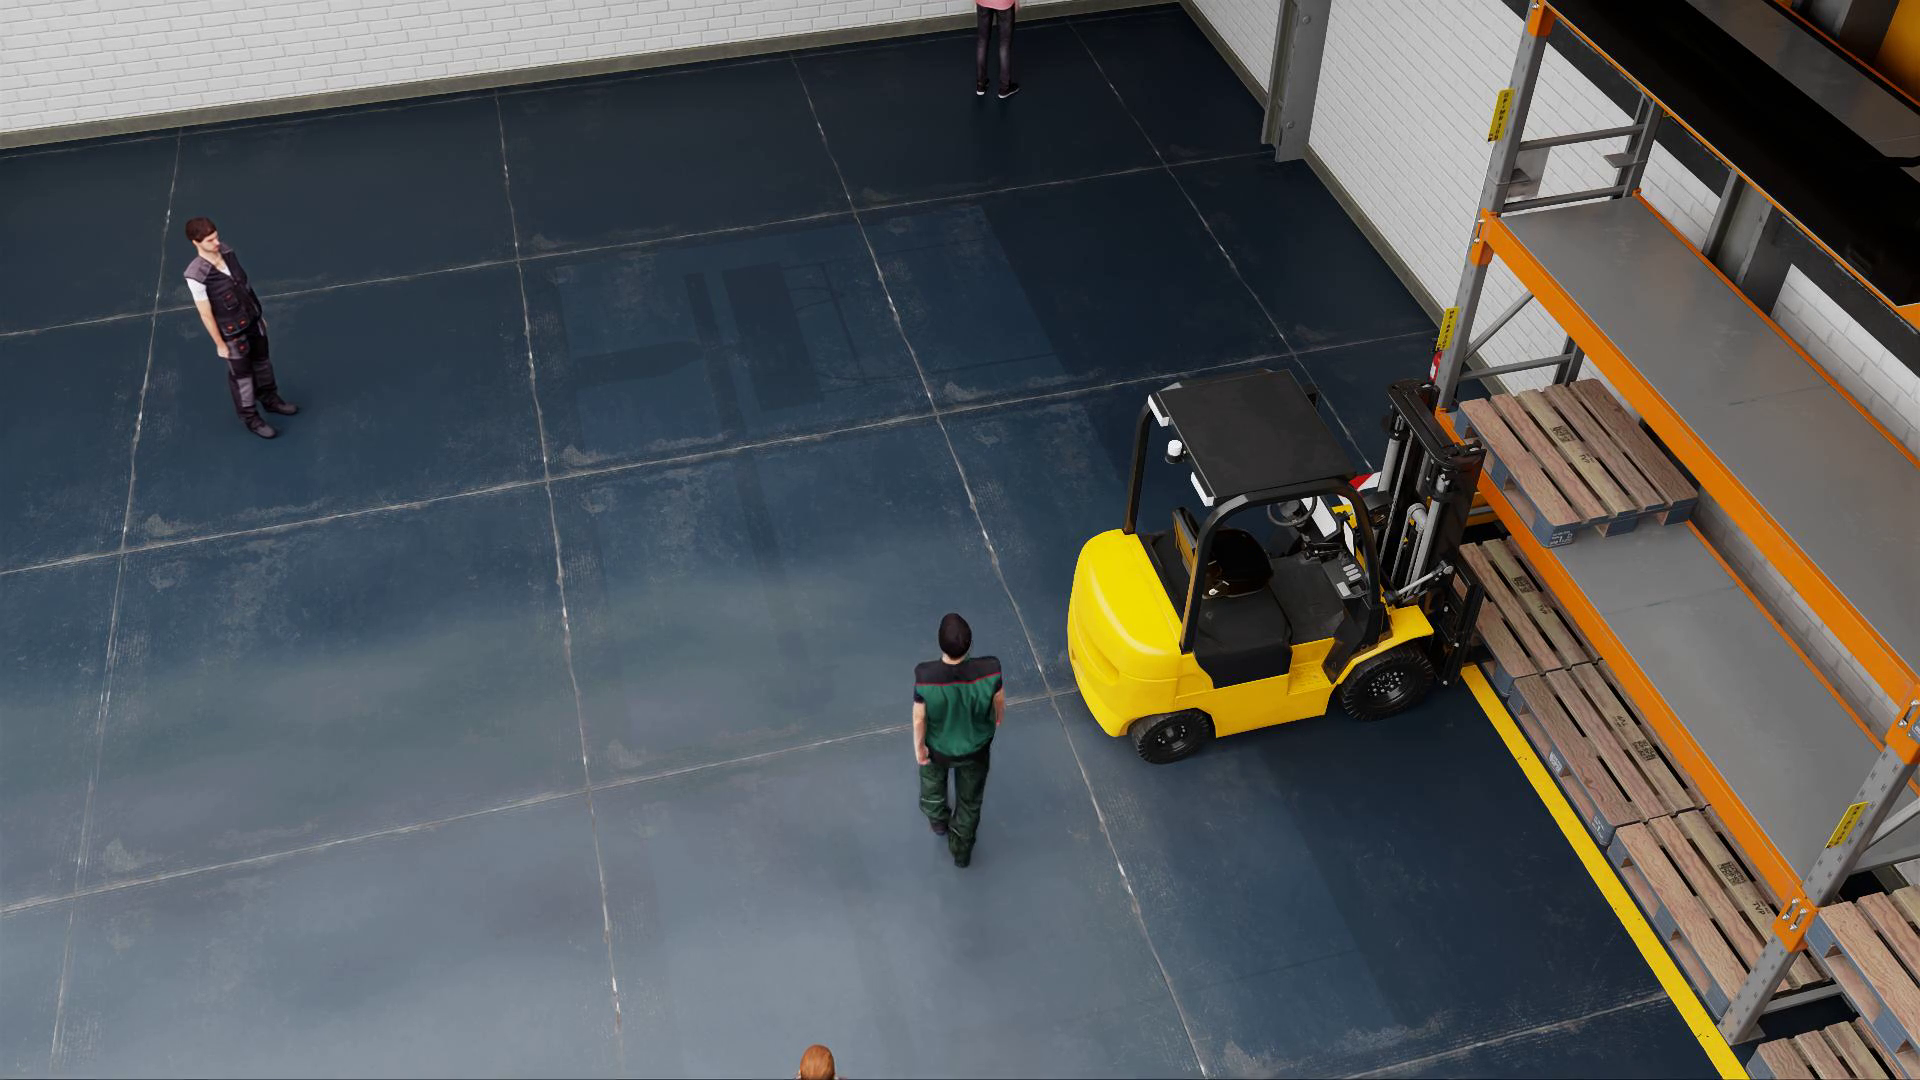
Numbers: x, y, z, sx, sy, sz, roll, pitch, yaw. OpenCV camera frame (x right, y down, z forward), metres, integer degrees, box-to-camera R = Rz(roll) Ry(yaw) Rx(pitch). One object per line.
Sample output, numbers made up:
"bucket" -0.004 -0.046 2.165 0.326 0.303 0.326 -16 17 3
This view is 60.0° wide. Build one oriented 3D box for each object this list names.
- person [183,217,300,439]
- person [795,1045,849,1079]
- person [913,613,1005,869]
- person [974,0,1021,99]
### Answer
"person" -5.354 -1.589 12.271 0.790 1.847 0.678 10 45 11
"person" -0.659 2.832 8.023 0.547 1.305 0.521 -7 44 -7
"person" -0.002 1.185 9.333 0.754 1.882 0.817 -2 44 -2
"person" 0.334 -5.199 15.979 0.708 1.959 0.738 15 46 15
